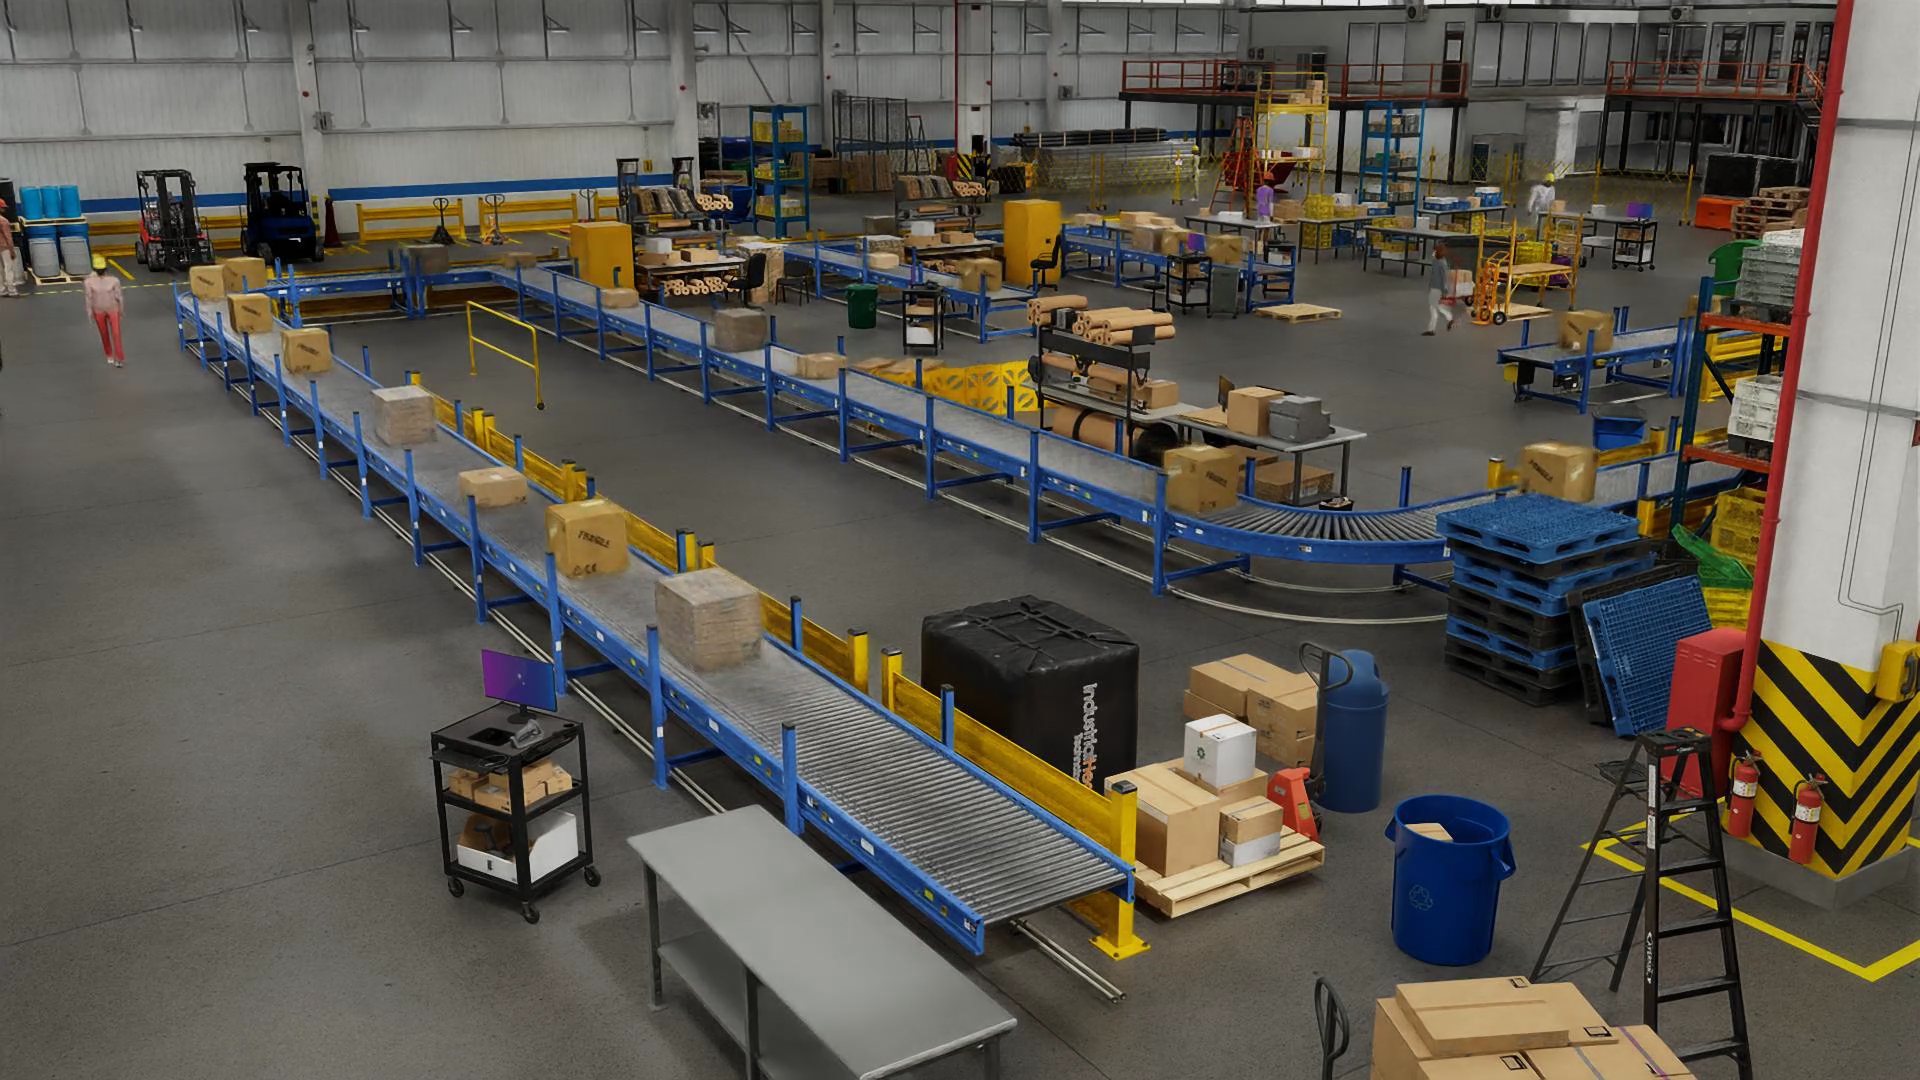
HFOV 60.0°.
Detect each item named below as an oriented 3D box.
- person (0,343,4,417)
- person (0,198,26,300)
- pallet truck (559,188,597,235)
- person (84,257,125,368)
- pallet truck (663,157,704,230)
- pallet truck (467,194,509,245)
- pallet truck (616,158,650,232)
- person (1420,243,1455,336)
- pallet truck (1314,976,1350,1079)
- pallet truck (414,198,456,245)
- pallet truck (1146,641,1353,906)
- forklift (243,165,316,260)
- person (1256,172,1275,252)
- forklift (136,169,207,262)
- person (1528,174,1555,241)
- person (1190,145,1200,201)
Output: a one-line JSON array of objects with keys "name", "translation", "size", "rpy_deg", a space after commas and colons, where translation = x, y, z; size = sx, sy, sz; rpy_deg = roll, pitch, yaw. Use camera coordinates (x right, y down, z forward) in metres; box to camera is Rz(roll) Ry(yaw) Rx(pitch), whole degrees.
[{"name": "person", "translation": [-13.106, -2.455, 22.195], "size": [0.569, 1.825, 0.760], "rpy_deg": [-6, 18, -18]}, {"name": "person", "translation": [-18.881, -5.741, 32.838], "size": [0.613, 1.988, 0.398], "rpy_deg": [8, 19, 25]}, {"name": "pallet truck", "translation": [-10.010, -8.652, 43.699], "size": [0.653, 1.274, 1.630], "rpy_deg": [-10, 20, -31]}, {"name": "person", "translation": [-13.422, -3.583, 26.125], "size": [0.543, 1.717, 0.927], "rpy_deg": [-8, 18, -24]}, {"name": "pallet truck", "translation": [-7.586, -9.308, 44.692], "size": [0.823, 1.965, 1.885], "rpy_deg": [-11, 20, -33]}, {"name": "pallet truck", "translation": [-11.983, -8.177, 42.137], "size": [0.704, 1.261, 1.522], "rpy_deg": [-11, 20, -33]}, {"name": "pallet truck", "translation": [-8.918, -9.176, 44.255], "size": [0.823, 1.965, 1.885], "rpy_deg": [-9, 19, -27]}, {"name": "person", "translation": [8.348, -4.353, 28.869], "size": [0.606, 1.617, 0.507], "rpy_deg": [-3, 17, -9]}, {"name": "pallet truck", "translation": [2.299, 2.390, 7.086], "size": [1.601, 1.201, 0.680], "rpy_deg": [-2, 17, -7]}, {"name": "pallet truck", "translation": [-13.250, -8.060, 41.856], "size": [0.680, 1.201, 1.601], "rpy_deg": [-10, 20, -31]}, {"name": "pallet truck", "translation": [1.664, 1.407, 10.232], "size": [1.630, 1.274, 0.653], "rpy_deg": [-10, 20, -31]}, {"name": "forklift", "translation": [-15.898, -7.669, 38.708], "size": [1.157, 1.987, 2.680], "rpy_deg": [-11, 20, -33]}, {"name": "person", "translation": [7.345, -7.842, 39.933], "size": [0.374, 1.929, 0.542], "rpy_deg": [-10, 19, -29]}, {"name": "forklift", "translation": [-17.842, -7.318, 37.559], "size": [1.157, 1.987, 2.680], "rpy_deg": [-10, 20, -31]}, {"name": "person", "translation": [14.501, -8.217, 41.424], "size": [0.605, 1.791, 0.504], "rpy_deg": [-6, 18, -18]}, {"name": "person", "translation": [7.504, -11.708, 53.114], "size": [0.311, 1.744, 0.486], "rpy_deg": [5, 17, 16]}]
